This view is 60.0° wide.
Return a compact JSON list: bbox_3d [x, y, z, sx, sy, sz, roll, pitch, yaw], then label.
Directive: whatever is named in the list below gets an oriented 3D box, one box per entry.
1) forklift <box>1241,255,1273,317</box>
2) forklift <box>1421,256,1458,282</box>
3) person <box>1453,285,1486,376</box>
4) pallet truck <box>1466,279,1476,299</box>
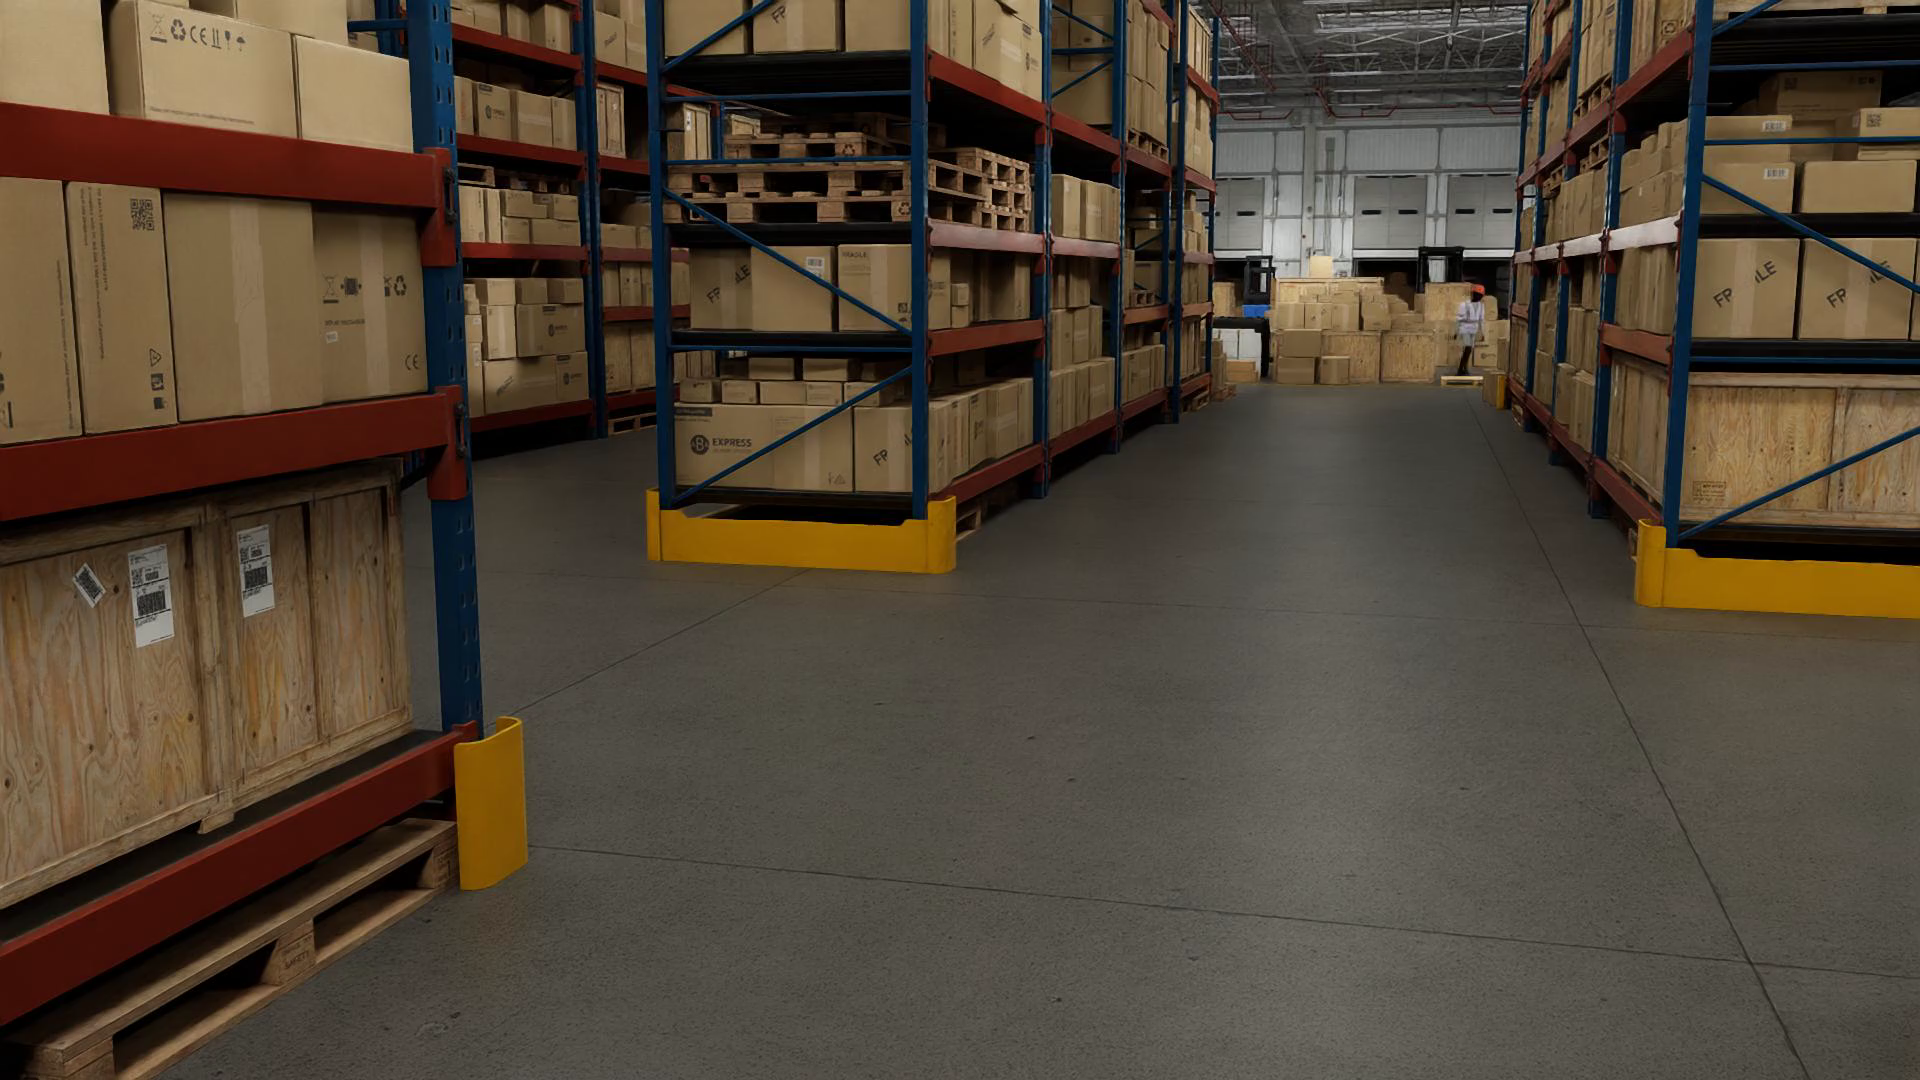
[{"bbox_3d":[10.551,-8.662,58.805,1.129,2.768,1.873,2,9,15],"label":"forklift"},{"bbox_3d":[12.201,-6.084,42.428,1.129,2.768,1.873,2,9,15],"label":"forklift"},{"bbox_3d":[10.270,-4.185,33.484,0.560,1.885,0.772,-4,10,-24],"label":"person"},{"bbox_3d":[18.896,-8.459,60.307,1.885,1.965,0.823,5,10,31],"label":"pallet truck"}]
